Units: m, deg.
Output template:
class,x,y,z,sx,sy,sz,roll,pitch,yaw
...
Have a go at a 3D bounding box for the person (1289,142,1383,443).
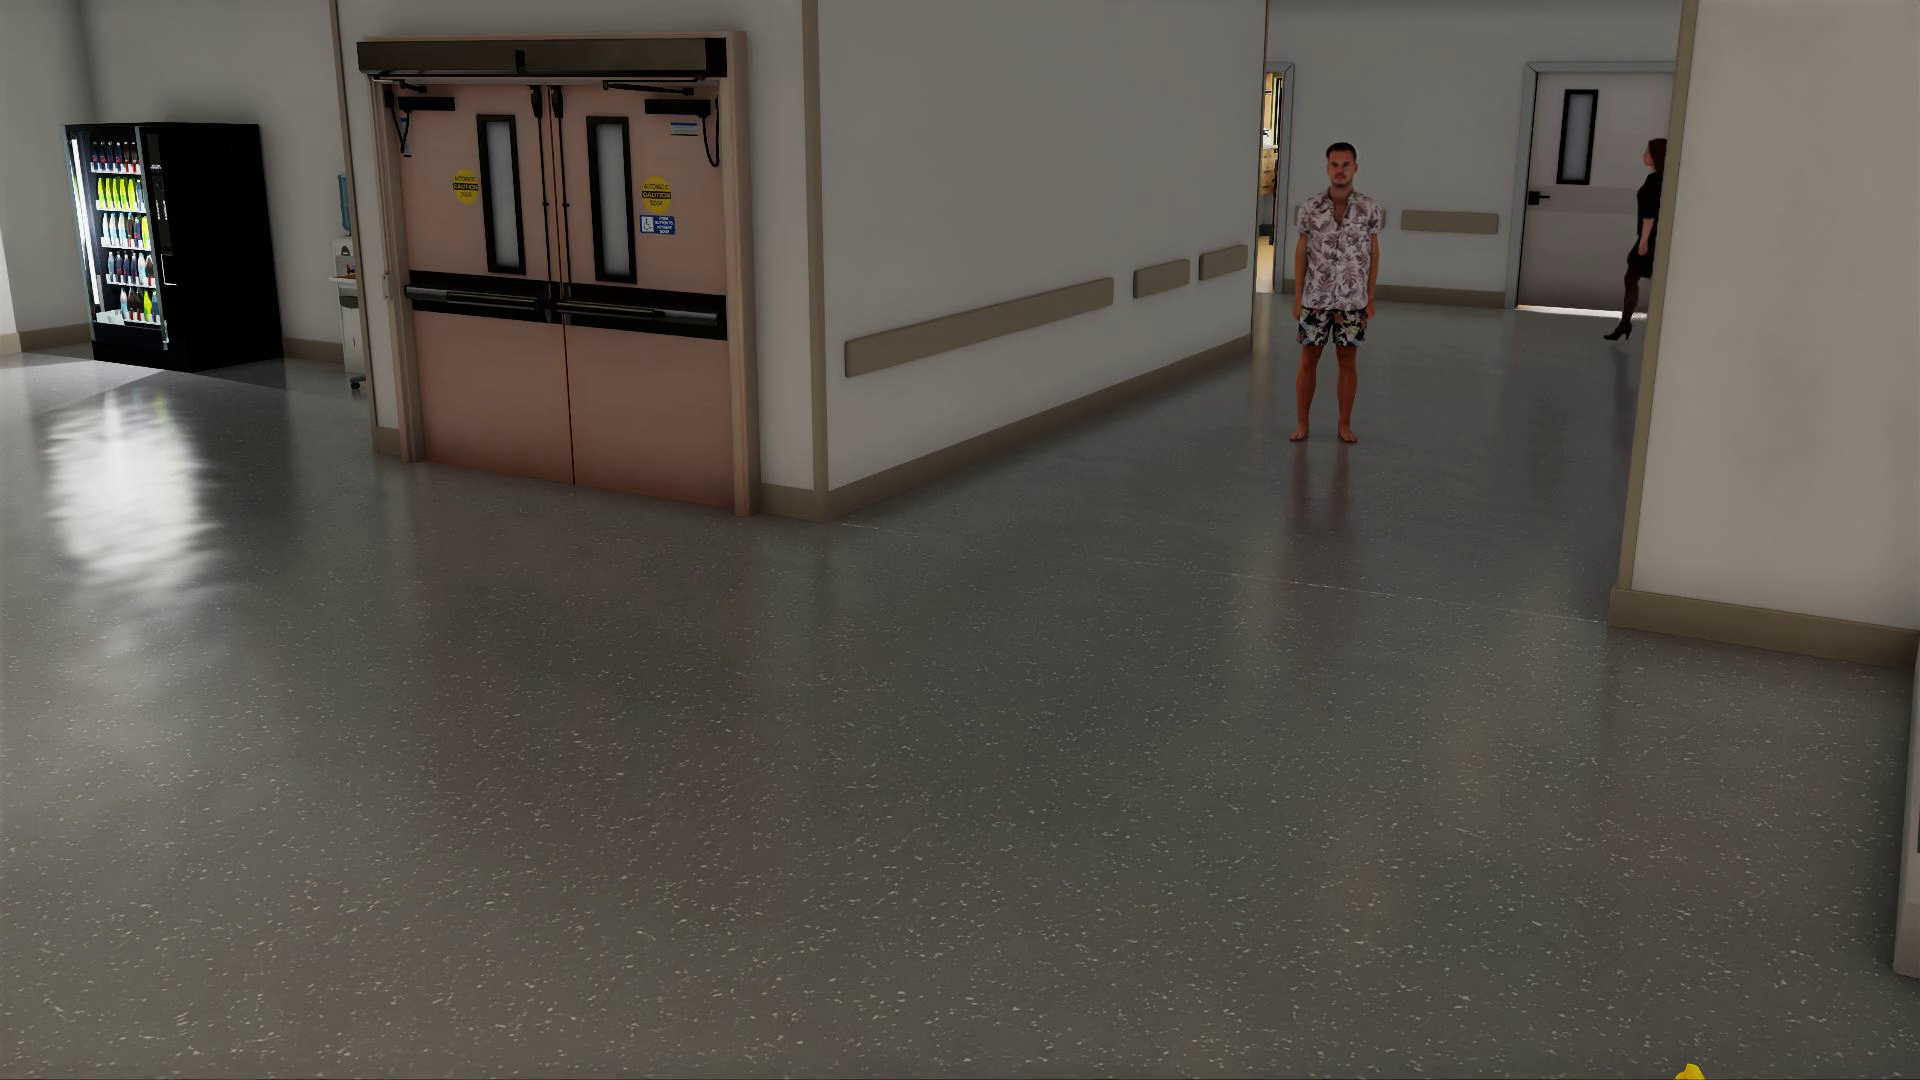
class,x,y,z,sx,sy,sz,roll,pitch,yaw
person,2.311,-1.531,10.283,0.634,1.816,0.795,3,16,9
